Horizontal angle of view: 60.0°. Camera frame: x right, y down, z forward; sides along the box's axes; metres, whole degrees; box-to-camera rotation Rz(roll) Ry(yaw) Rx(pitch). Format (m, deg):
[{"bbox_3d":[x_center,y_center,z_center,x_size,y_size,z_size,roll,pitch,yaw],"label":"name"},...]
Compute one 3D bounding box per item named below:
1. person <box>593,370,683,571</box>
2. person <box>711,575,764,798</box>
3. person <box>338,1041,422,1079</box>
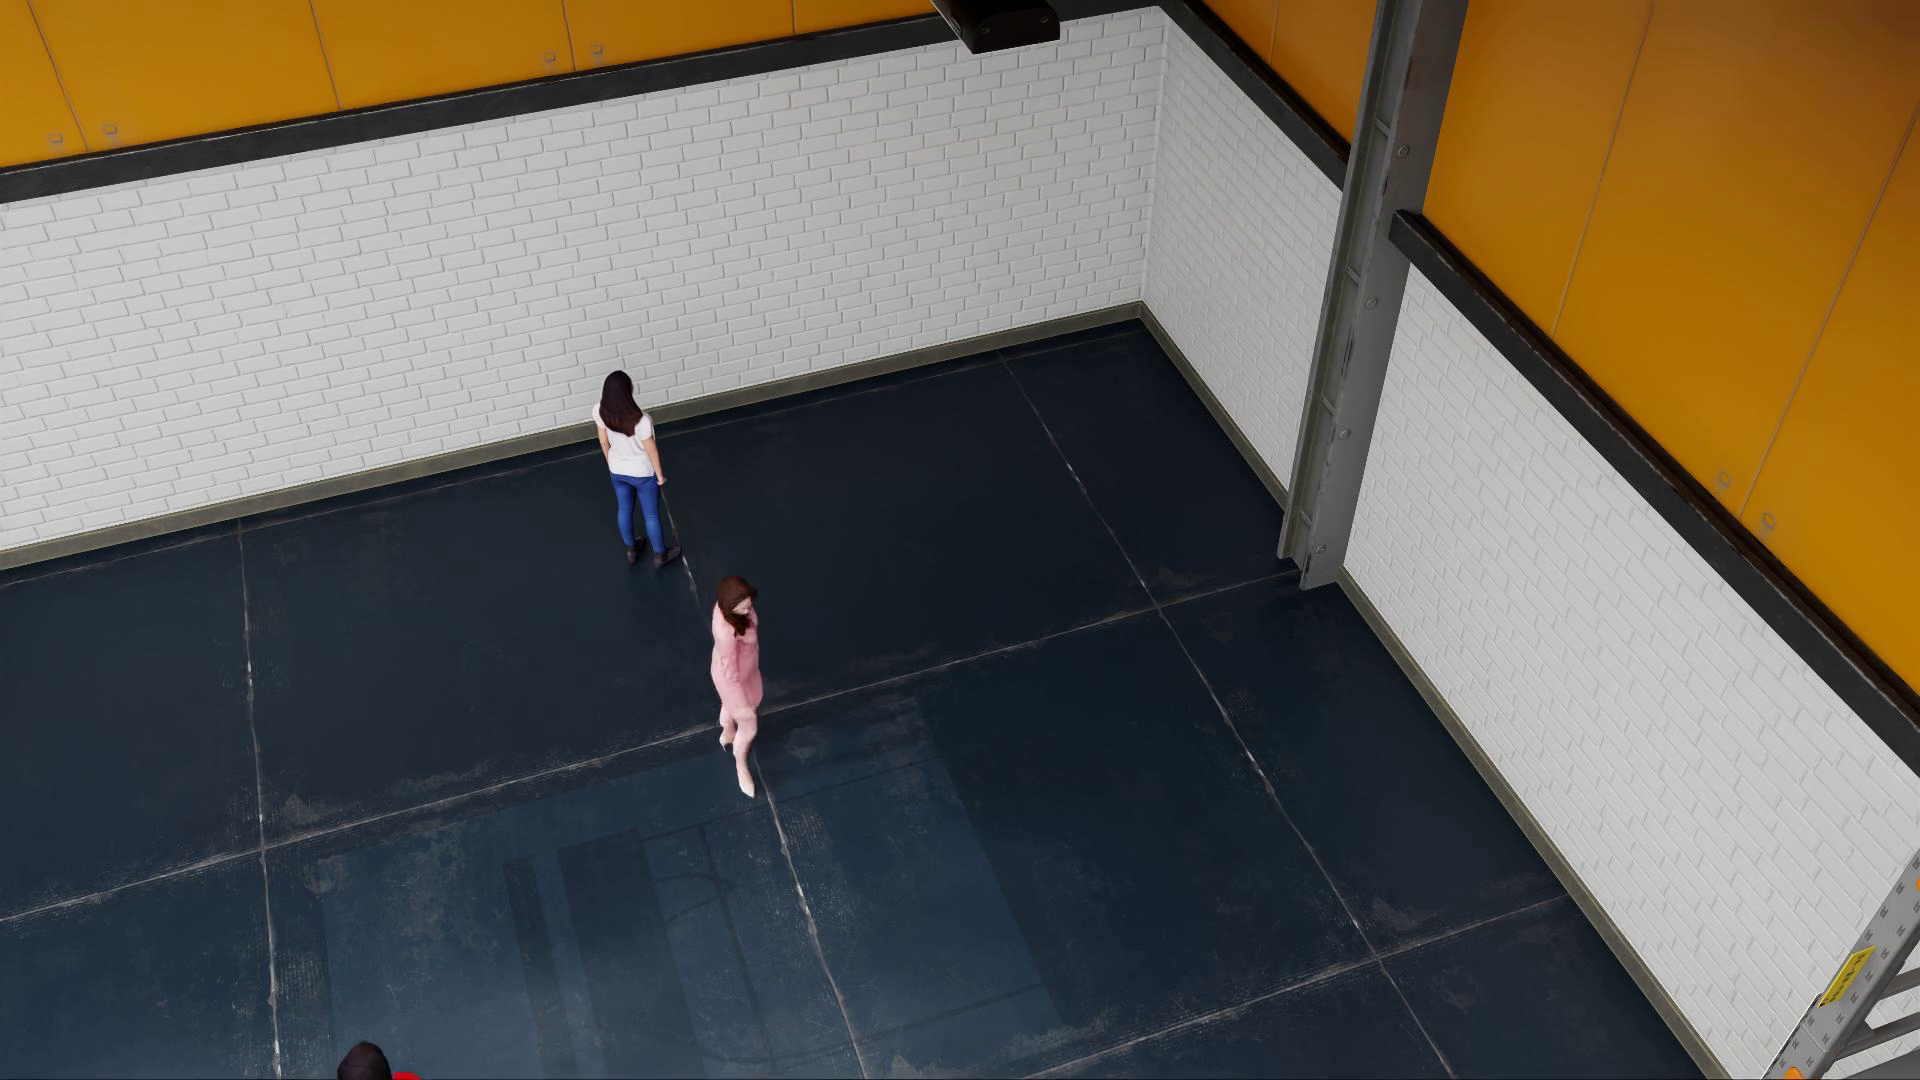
[{"bbox_3d":[-2.235,-0.461,11.384,0.675,1.685,0.722,15,46,15],"label":"person"},{"bbox_3d":[-1.359,0.810,9.985,0.844,1.774,0.706,-9,44,-9],"label":"person"},{"bbox_3d":[-2.604,2.873,7.842,0.583,1.743,0.516,-10,45,-11],"label":"person"}]
